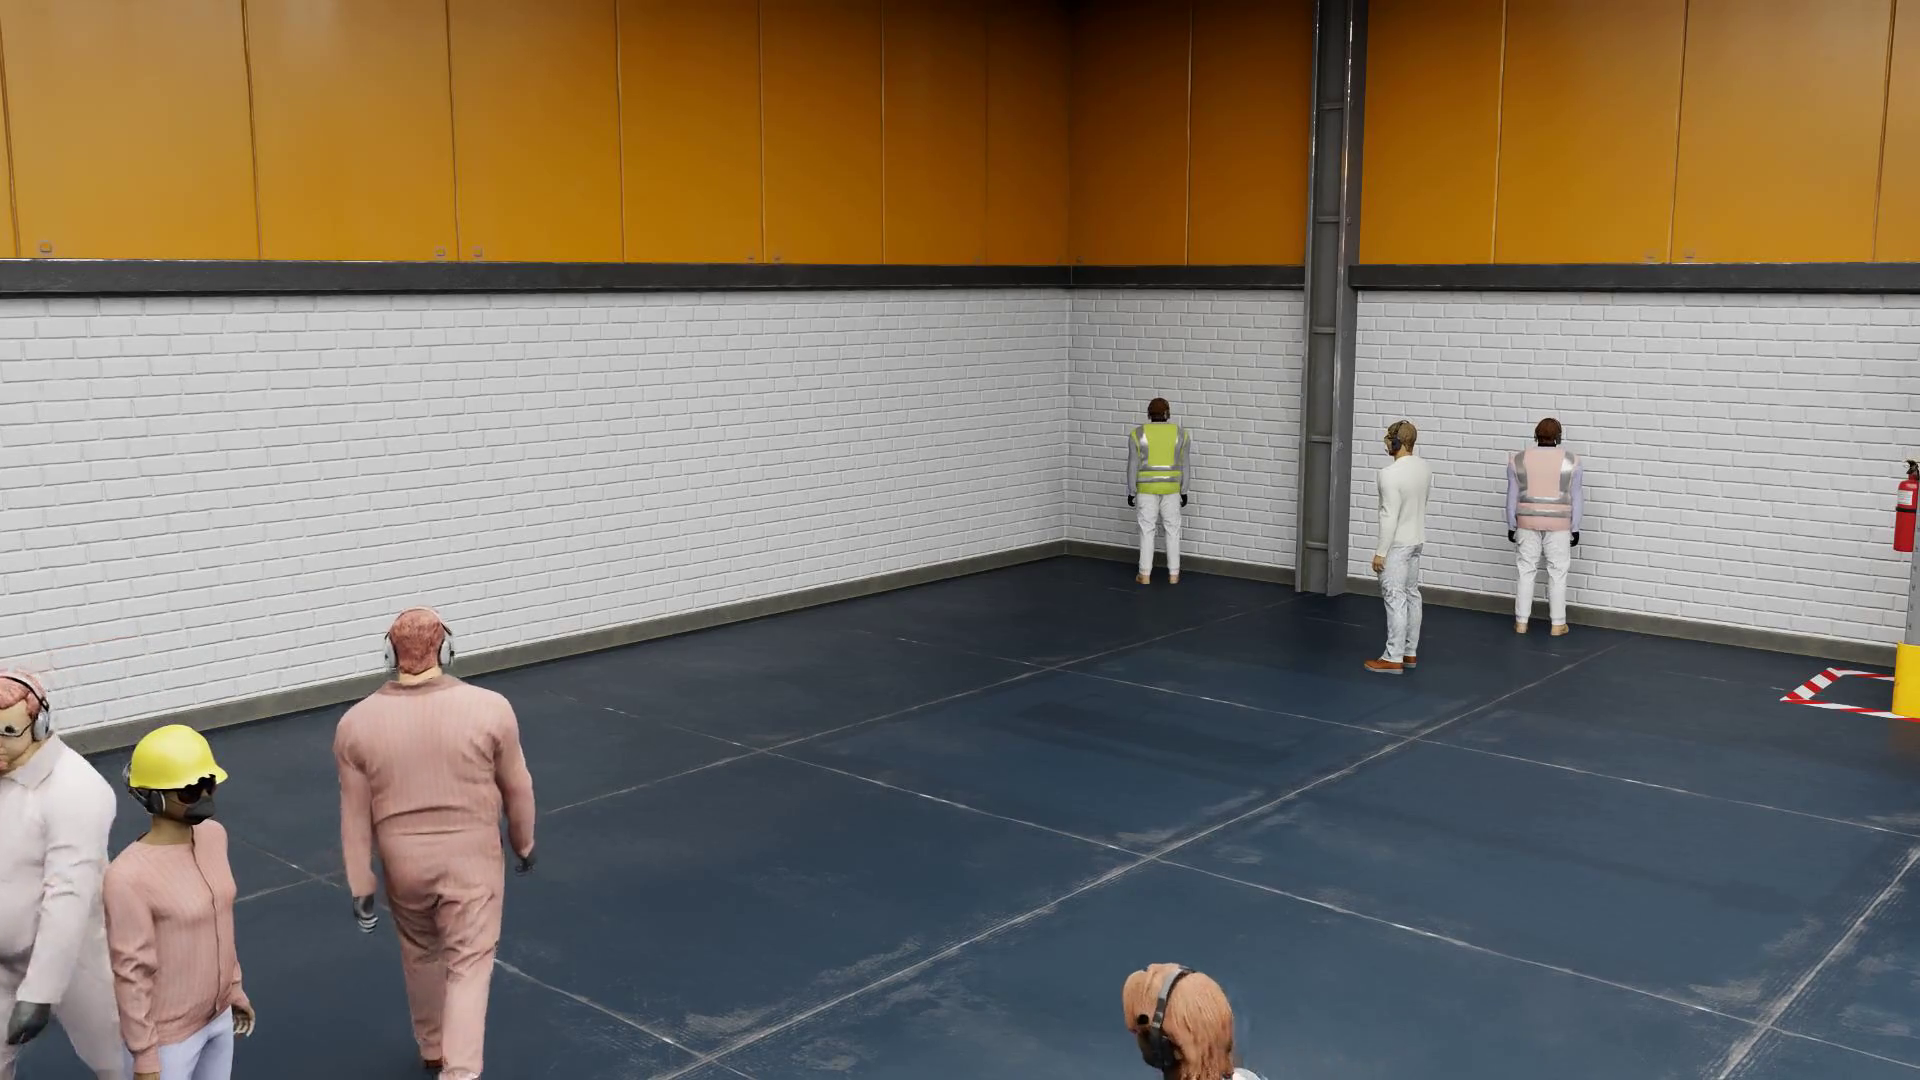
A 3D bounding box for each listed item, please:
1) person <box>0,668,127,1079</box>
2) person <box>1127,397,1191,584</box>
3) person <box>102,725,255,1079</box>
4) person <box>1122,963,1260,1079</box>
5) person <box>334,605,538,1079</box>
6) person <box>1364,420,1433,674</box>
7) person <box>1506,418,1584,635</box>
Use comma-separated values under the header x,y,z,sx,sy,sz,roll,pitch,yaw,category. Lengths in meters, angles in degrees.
x,y,z,sx,sy,sz,roll,pitch,yaw,category
-2.900,1.304,5.142,0.650,1.845,0.990,4,10,24,person
1.945,-0.479,16.361,0.625,1.840,0.430,0,9,-2,person
-2.227,1.395,4.812,0.315,1.770,0.524,1,9,7,person
0.415,1.677,3.559,0.852,1.591,0.532,7,11,38,person
-1.884,1.155,6.029,0.648,1.863,0.935,-1,9,-5,person
3.350,0.052,12.710,0.372,1.940,0.631,8,12,40,person
4.934,-0.114,14.056,0.624,1.844,0.429,4,10,24,person
